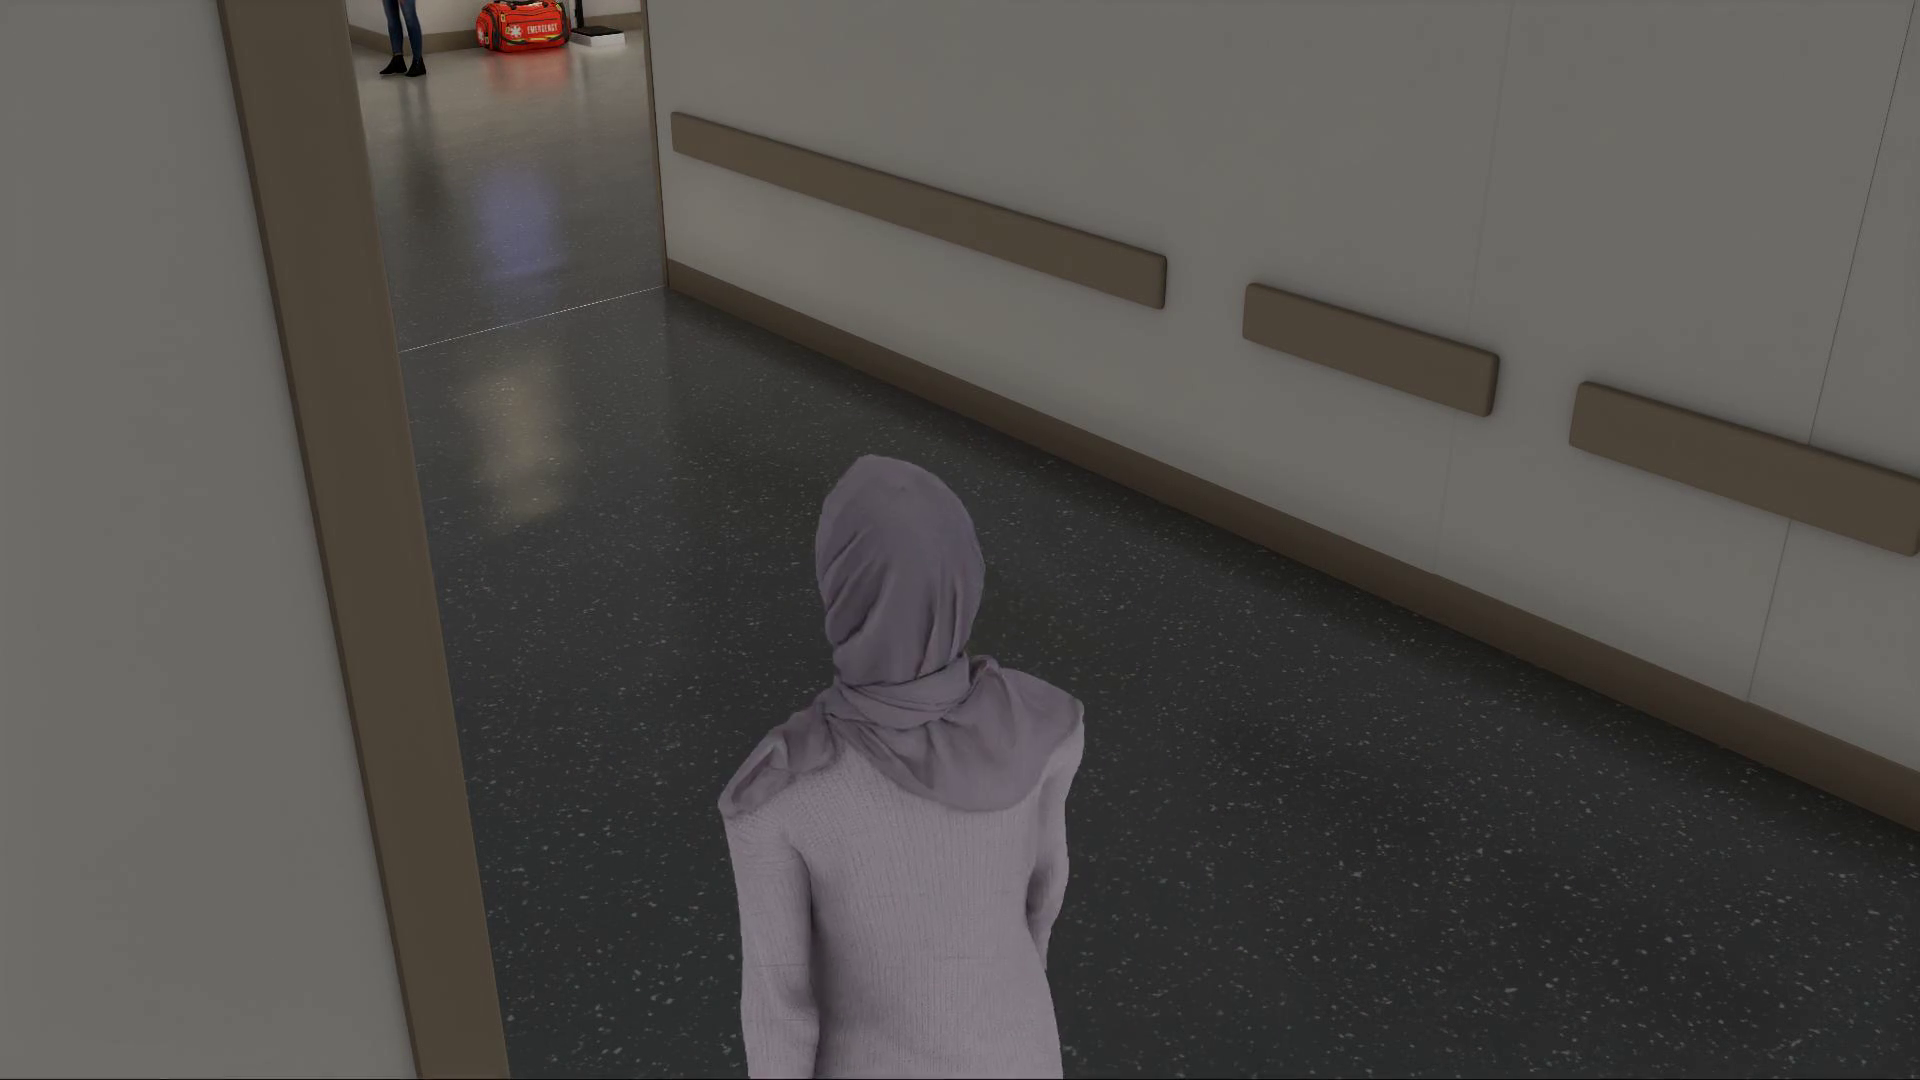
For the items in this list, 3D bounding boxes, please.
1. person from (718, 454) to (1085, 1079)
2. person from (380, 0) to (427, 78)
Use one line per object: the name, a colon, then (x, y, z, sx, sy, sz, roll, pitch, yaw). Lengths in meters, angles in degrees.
person: (-0.011, 0.786, 2.100, 1.152, 1.730, 0.993, -7, 27, -14)
person: (-4.530, -4.566, 13.310, 0.734, 1.633, 0.752, 11, 28, 21)
